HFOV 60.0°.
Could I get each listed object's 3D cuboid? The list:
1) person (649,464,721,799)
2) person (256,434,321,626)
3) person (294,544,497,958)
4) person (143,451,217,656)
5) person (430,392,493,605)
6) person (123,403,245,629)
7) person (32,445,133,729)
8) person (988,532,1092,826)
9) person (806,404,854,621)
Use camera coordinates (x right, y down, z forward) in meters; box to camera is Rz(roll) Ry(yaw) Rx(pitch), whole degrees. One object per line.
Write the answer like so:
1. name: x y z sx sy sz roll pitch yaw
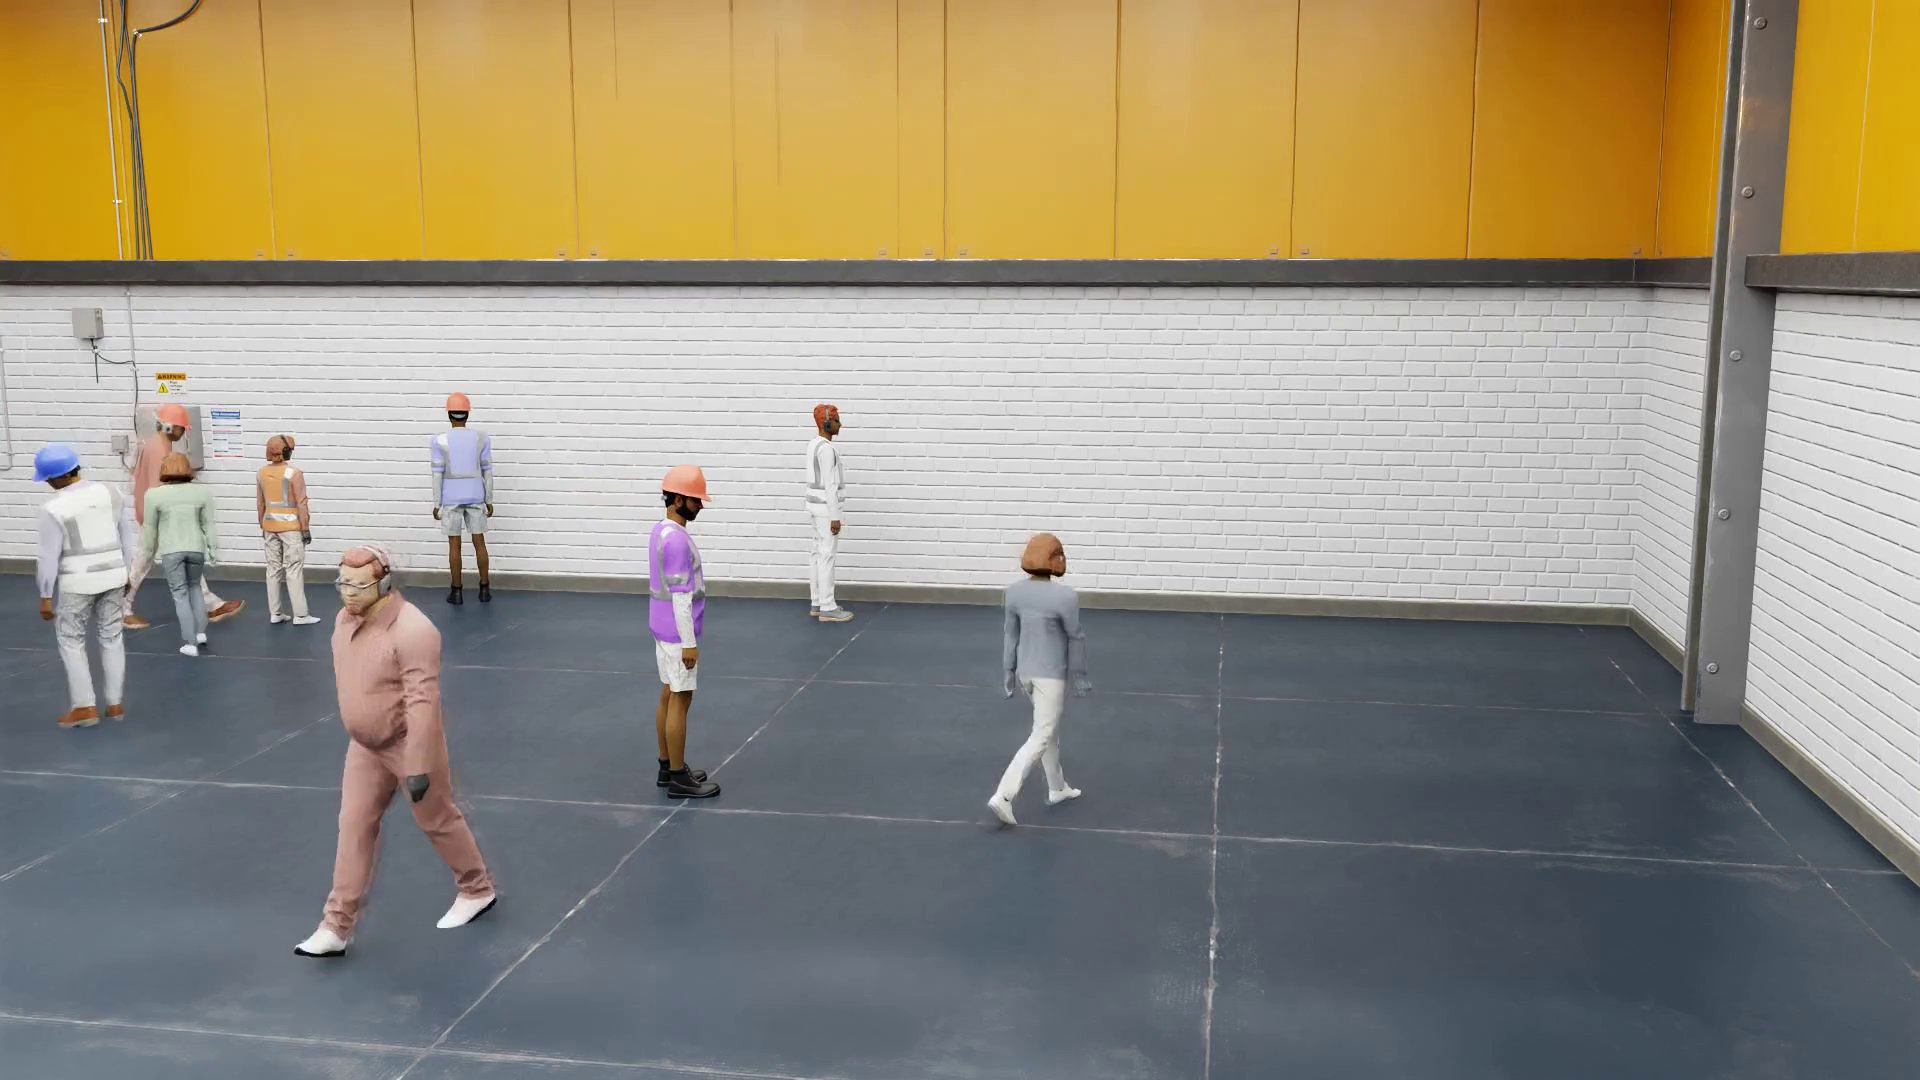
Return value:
1. person: -1.601 0.524 9.617 0.374 1.927 0.542 -3 10 -20
2. person: -5.774 -0.080 14.220 0.513 1.642 0.313 4 10 22
3. person: -2.536 0.924 7.409 0.679 1.854 1.020 6 11 31
4. person: -6.178 0.105 13.175 0.499 1.612 0.509 -8 12 -41
5. person: -4.540 -0.381 15.167 0.552 1.935 0.374 -5 10 -28
6. person: -6.750 -0.199 14.134 1.074 1.899 0.682 -6 11 -31
7. person: -5.795 0.308 11.089 0.396 1.908 0.661 6 11 32
8. person: 0.421 0.753 9.215 0.806 1.604 0.493 -8 12 -41
9. person: -1.154 -0.239 14.461 0.355 1.882 0.575 -3 10 -20
